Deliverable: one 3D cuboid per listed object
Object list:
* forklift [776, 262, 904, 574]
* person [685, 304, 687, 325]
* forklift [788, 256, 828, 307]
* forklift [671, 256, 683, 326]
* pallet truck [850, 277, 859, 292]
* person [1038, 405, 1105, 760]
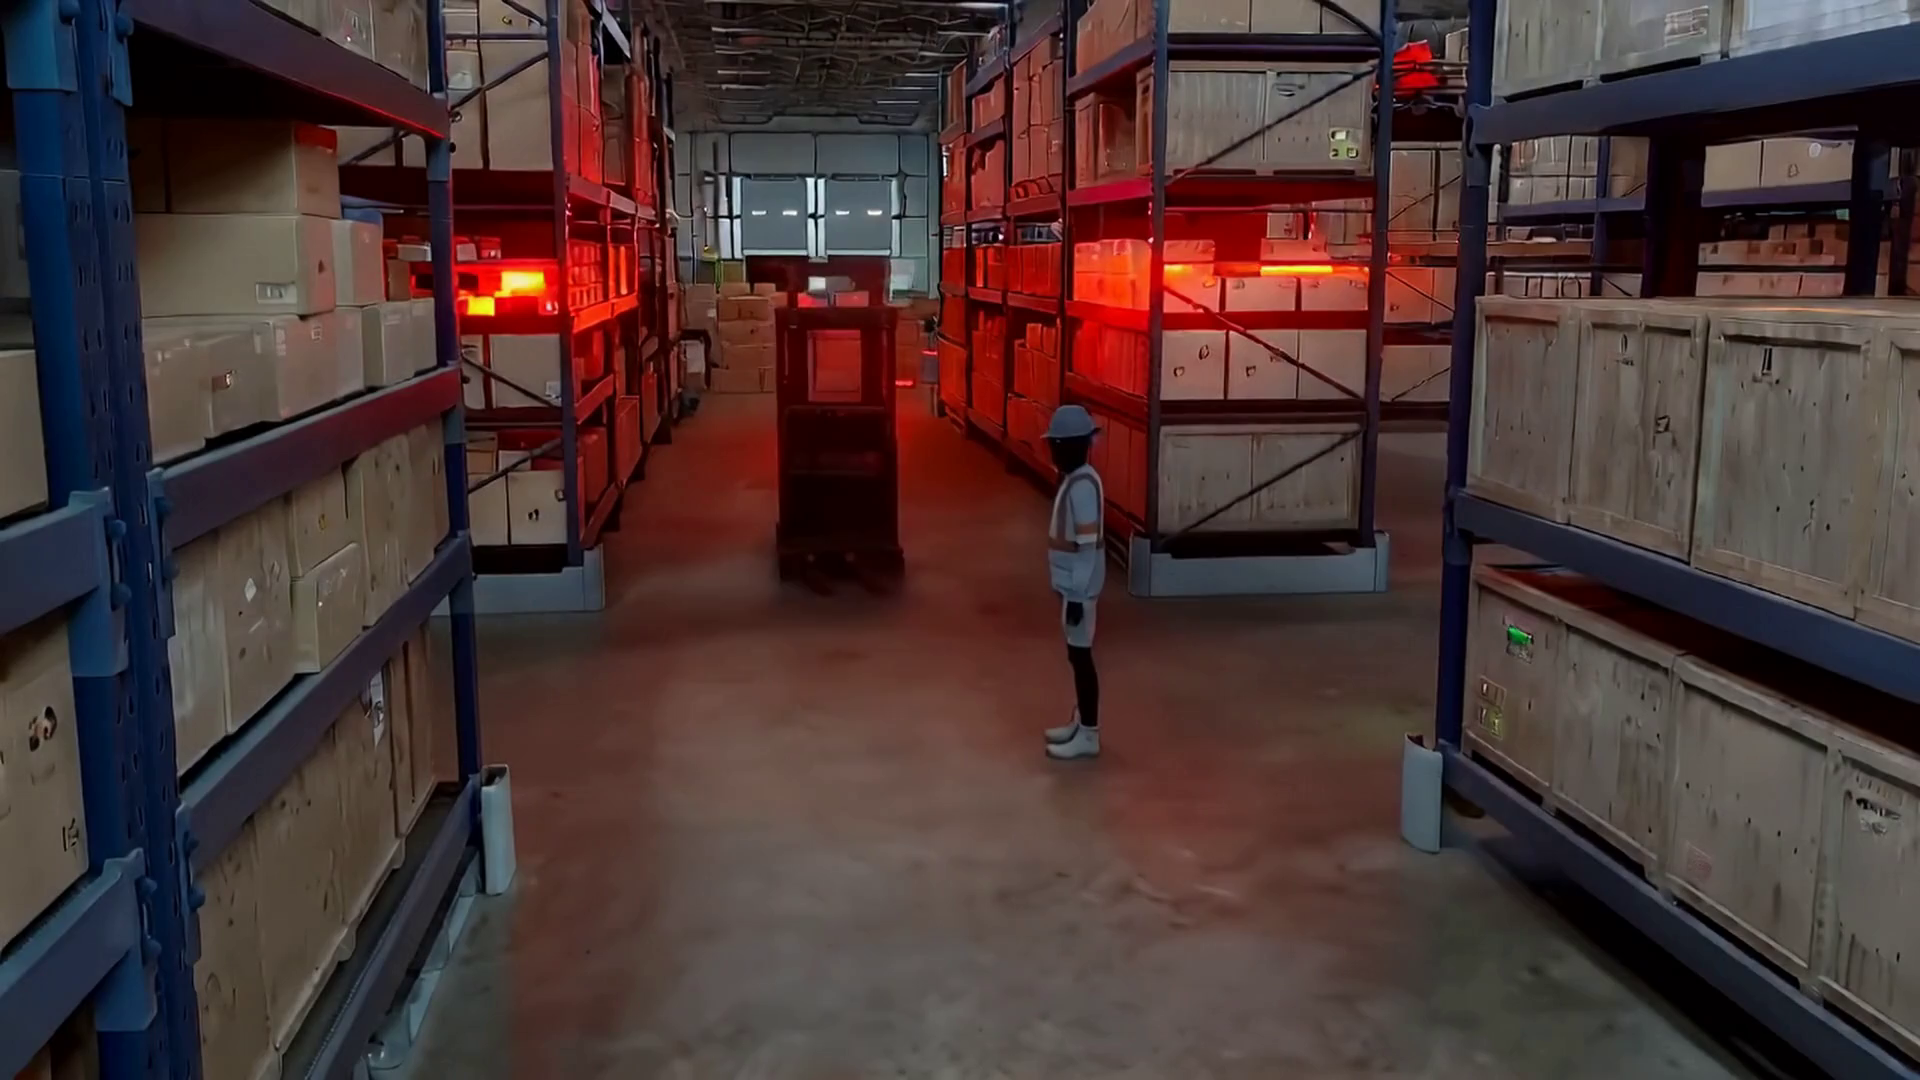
[{"bbox_3d":[-1.181,-1.222,15.680,1.129,2.768,1.873,-1,10,-7],"label":"forklift"},{"bbox_3d":[-9.457,-7.960,58.640,0.845,1.600,0.521,-4,11,-22],"label":"person"},{"bbox_3d":[-5.680,-8.637,58.848,1.873,2.768,1.129,4,11,24],"label":"forklift"},{"bbox_3d":[-11.330,-9.537,64.090,1.129,2.768,1.873,-1,10,-7],"label":"forklift"},{"bbox_3d":[-3.782,-9.391,65.808,1.885,1.965,0.823,2,10,10],"label":"pallet truck"},{"bbox_3d":[0.637,0.244,9.578,0.390,2.041,0.614,0,10,2],"label":"person"}]
